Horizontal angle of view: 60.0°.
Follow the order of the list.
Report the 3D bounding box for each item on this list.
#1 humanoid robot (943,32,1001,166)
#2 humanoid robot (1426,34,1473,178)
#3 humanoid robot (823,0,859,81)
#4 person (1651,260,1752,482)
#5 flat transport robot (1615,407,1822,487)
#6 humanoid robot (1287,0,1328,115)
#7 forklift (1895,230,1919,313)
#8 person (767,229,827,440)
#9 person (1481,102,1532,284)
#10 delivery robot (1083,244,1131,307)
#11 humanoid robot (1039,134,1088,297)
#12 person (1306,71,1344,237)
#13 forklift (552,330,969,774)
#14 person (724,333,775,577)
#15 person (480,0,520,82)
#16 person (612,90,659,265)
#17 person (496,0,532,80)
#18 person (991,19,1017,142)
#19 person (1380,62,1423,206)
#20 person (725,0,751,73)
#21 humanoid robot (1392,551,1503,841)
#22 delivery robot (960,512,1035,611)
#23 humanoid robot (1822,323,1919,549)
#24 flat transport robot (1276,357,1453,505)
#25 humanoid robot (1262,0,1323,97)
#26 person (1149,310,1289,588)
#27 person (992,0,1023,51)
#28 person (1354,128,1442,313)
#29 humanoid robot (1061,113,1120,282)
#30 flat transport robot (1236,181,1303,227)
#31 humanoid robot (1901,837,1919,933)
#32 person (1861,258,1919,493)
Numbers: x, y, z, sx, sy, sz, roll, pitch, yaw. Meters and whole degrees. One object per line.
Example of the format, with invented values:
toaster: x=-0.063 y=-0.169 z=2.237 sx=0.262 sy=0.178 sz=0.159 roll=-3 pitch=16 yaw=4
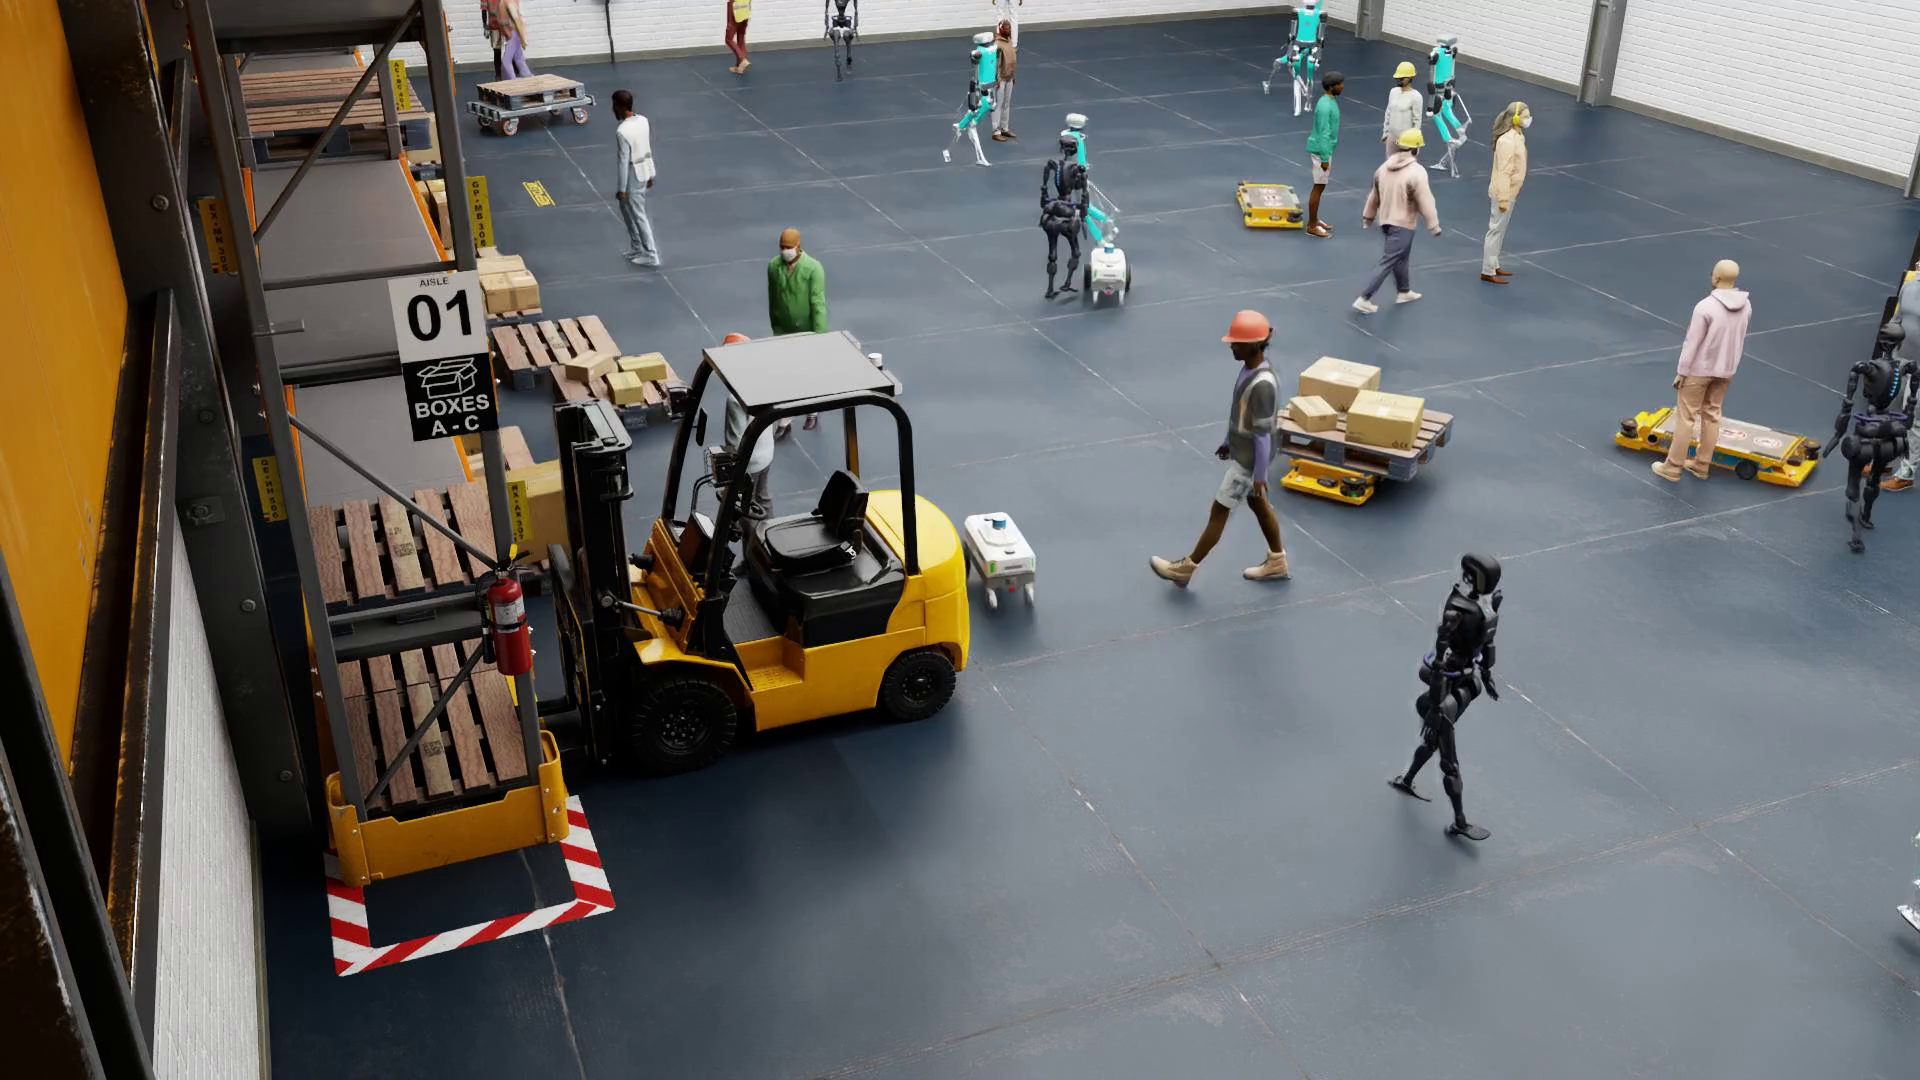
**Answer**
humanoid robot: x=0.088 y=-5.792 z=21.923 sx=0.898 sy=1.819 sz=0.556 roll=20 pitch=33 yaw=35
humanoid robot: x=6.393 y=-5.546 z=21.465 sx=0.557 sy=1.850 sz=0.794 roll=-22 pitch=34 yaw=-37
humanoid robot: x=-1.930 y=-8.346 z=27.037 sx=0.585 sy=1.630 sz=0.642 roll=0 pitch=27 yaw=0
person: x=5.802 y=-1.292 z=12.886 sx=0.534 sy=1.775 sz=0.419 roll=-8 pitch=28 yaw=-15
flat transport robot: x=6.173 y=-0.786 z=13.550 sx=1.431 sy=0.231 sz=0.659 roll=20 pitch=33 yaw=34
humanoid robot: x=5.127 y=-7.119 z=24.620 sx=0.549 sy=1.873 sz=0.827 roll=8 pitch=28 yaw=15
forklift: x=9.029 y=-2.397 z=14.618 sx=1.214 sy=2.155 sz=2.313 roll=18 pitch=32 yaw=32
person: x=-1.349 y=-1.677 z=13.662 sx=0.546 sy=1.754 sz=0.729 roll=5 pitch=27 yaw=11
person: x=5.713 y=-3.654 z=17.469 sx=0.413 sy=1.877 sz=0.553 roll=12 pitch=29 yaw=23
delivery robot: x=1.525 y=-2.756 z=17.134 sx=0.499 sy=0.579 sz=0.766 roll=1 pitch=27 yaw=2
humanoid robot: x=1.033 y=-3.310 z=17.010 sx=0.599 sy=1.641 sz=0.416 roll=18 pitch=32 yaw=32
person: x=4.151 y=-4.415 z=19.007 sx=0.397 sy=1.852 sz=0.494 roll=7 pitch=27 yaw=13
forklift: x=-1.094 y=0.010 z=9.831 sx=2.313 sy=2.155 sz=1.214 roll=-10 pitch=28 yaw=-20
person: x=-1.477 y=-0.593 z=11.528 sx=0.350 sy=1.739 sz=0.574 roll=8 pitch=28 yaw=16
person: x=-7.218 y=-8.101 z=26.218 sx=0.622 sy=1.960 sz=0.365 roll=-8 pitch=28 yaw=-16
person: x=-3.580 y=-3.892 z=17.915 sx=0.639 sy=1.895 sz=0.621 roll=6 pitch=27 yaw=11
person: x=-6.913 y=-7.697 z=25.584 sx=0.738 sy=1.798 sz=0.581 roll=-12 pitch=29 yaw=-23
person: x=0.594 y=-6.431 z=23.237 sx=0.338 sy=1.651 sz=0.455 roll=16 pitch=31 yaw=28
person: x=5.257 y=-4.822 z=19.913 sx=0.324 sy=1.766 sz=0.532 roll=-15 pitch=31 yaw=-28
person: x=-3.654 y=-8.558 z=27.344 sx=0.507 sy=1.759 sz=0.492 roll=22 pitch=34 yaw=37
humanoid robot: x=2.692 y=0.787 z=8.894 sx=0.601 sy=1.626 sz=0.753 roll=-22 pitch=34 yaw=-36
delivery robot: x=0.266 y=0.101 z=11.463 sx=0.499 sy=0.589 sz=0.790 roll=-7 pitch=27 yaw=-13
humanoid robot: x=6.580 y=-0.753 z=11.978 sx=0.615 sy=1.640 sz=0.598 roll=-2 pitch=27 yaw=-5
flat transport robot: x=3.167 y=-0.670 z=13.319 sx=0.659 sy=0.231 sz=1.431 roll=16 pitch=31 yaw=29
humanoid robot: x=5.129 y=-7.776 z=25.852 sx=0.954 sy=1.774 sz=0.571 roll=15 pitch=30 yaw=27
person: x=1.839 y=-0.595 z=11.265 sx=1.012 sy=1.984 sz=0.629 roll=3 pitch=27 yaw=6
person: x=0.839 y=-9.539 z=29.178 sx=0.566 sy=1.878 sz=0.354 roll=-2 pitch=27 yaw=-5
person: x=4.351 y=-3.186 z=16.611 sx=0.946 sy=1.824 sz=0.751 roll=-11 pitch=29 yaw=-21
humanoid robot: x=1.424 y=-3.540 z=17.443 sx=0.777 sy=1.835 sz=0.531 roll=2 pitch=27 yaw=3
flat transport robot: x=3.719 y=-4.033 z=20.009 sx=0.659 sy=0.231 sz=1.431 roll=2 pitch=27 yaw=3
humanoid robot: x=4.740 y=1.281 z=7.798 sx=0.543 sy=1.747 sz=0.956 roll=-5 pitch=27 yaw=-10
person: x=7.324 y=-1.321 z=12.779 sx=0.383 sy=1.928 sz=0.632 roll=-6 pitch=27 yaw=-12
